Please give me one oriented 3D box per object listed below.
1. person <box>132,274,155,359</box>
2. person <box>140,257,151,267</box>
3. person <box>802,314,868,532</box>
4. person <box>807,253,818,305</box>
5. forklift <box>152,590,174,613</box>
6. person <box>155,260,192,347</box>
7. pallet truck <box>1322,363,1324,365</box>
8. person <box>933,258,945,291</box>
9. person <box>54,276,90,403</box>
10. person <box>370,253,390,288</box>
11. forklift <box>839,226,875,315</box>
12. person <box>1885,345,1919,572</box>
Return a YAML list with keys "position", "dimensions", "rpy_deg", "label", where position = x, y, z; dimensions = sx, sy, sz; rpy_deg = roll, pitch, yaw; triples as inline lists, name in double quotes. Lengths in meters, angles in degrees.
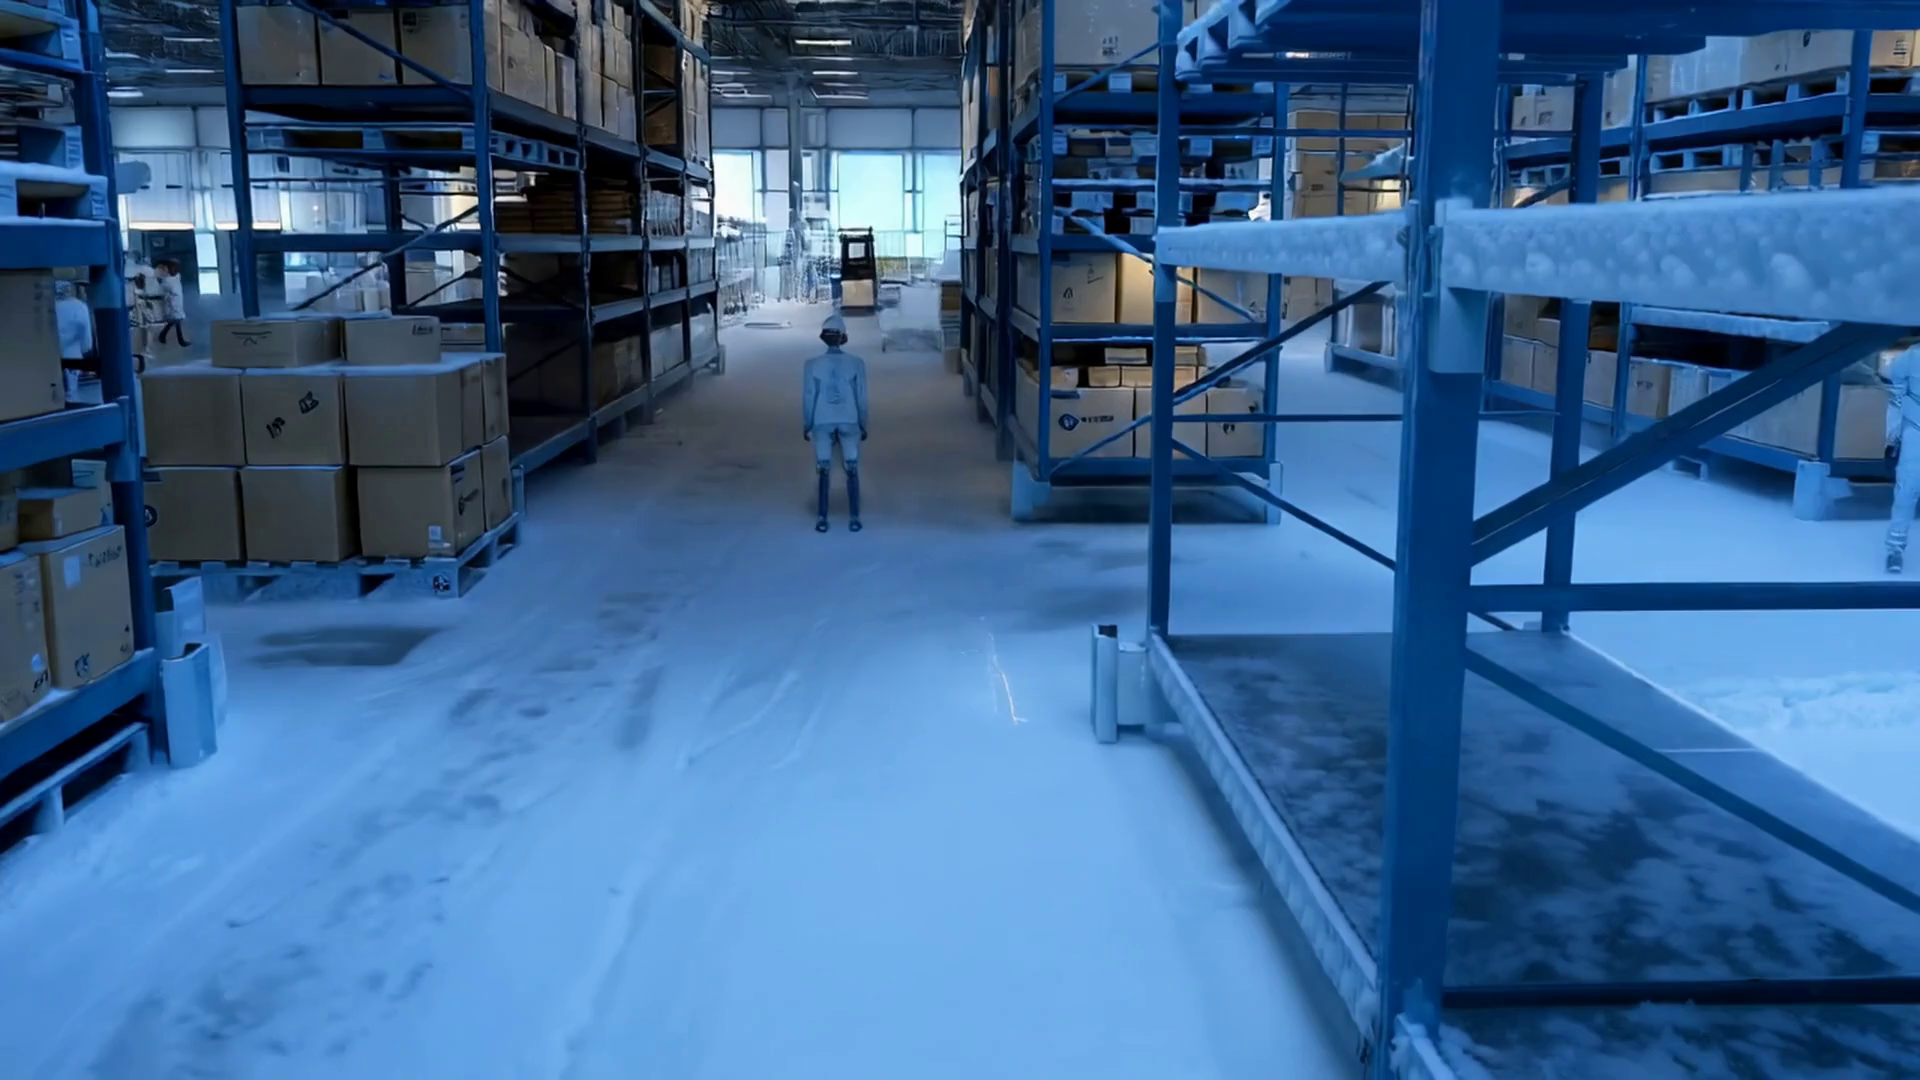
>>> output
- position: [-16.415, -4.475, 33.365]
  dimensions: [0.320, 1.690, 0.539]
  rpy_deg: [-1, 10, -8]
  label: "person"
- position: [-24.941, -7.714, 50.874]
  dimensions: [1.039, 1.894, 0.623]
  rpy_deg: [-7, 12, -35]
  label: "person"
- position: [-1.010, -0.943, 13.477]
  dimensions: [0.531, 1.767, 0.328]
  rpy_deg: [-1, 10, -5]
  label: "person"
- position: [-5.450, -9.631, 61.397]
  dimensions: [0.372, 1.941, 0.627]
  rpy_deg: [-3, 11, -18]
  label: "person"
- position: [-5.858, -0.811, 9.639]
  dimensions: [1.873, 2.768, 1.129]
  rpy_deg: [-1, 10, -3]
  label: "forklift"
- position: [-17.621, -5.273, 37.098]
  dimensions: [0.783, 1.945, 0.611]
  rpy_deg: [0, 10, 0]
  label: "person"
- position: [7.712, -4.157, 30.737]
  dimensions: [1.885, 1.965, 0.823]
  rpy_deg: [3, 11, 16]
  label: "pallet truck"
- position: [-0.628, -8.369, 54.797]
  dimensions: [0.976, 1.789, 0.654]
  rpy_deg: [7, 12, 35]
  label: "person"
- position: [-12.237, -2.661, 22.746]
  dimensions: [0.659, 1.879, 0.737]
  rpy_deg: [-3, 11, -14]
  label: "person"
- position: [-15.969, -6.903, 45.915]
  dimensions: [0.538, 2.000, 0.689]
  rpy_deg: [-1, 10, -5]
  label: "person"
- position: [-3.281, -8.595, 53.002]
  dimensions: [1.129, 2.768, 1.873]
  rpy_deg: [0, 10, -2]
  label: "forklift"
- position: [6.896, -0.695, 11.744]
  dimensions: [0.646, 1.898, 0.397]
  rpy_deg: [4, 11, 22]
  label: "person"
